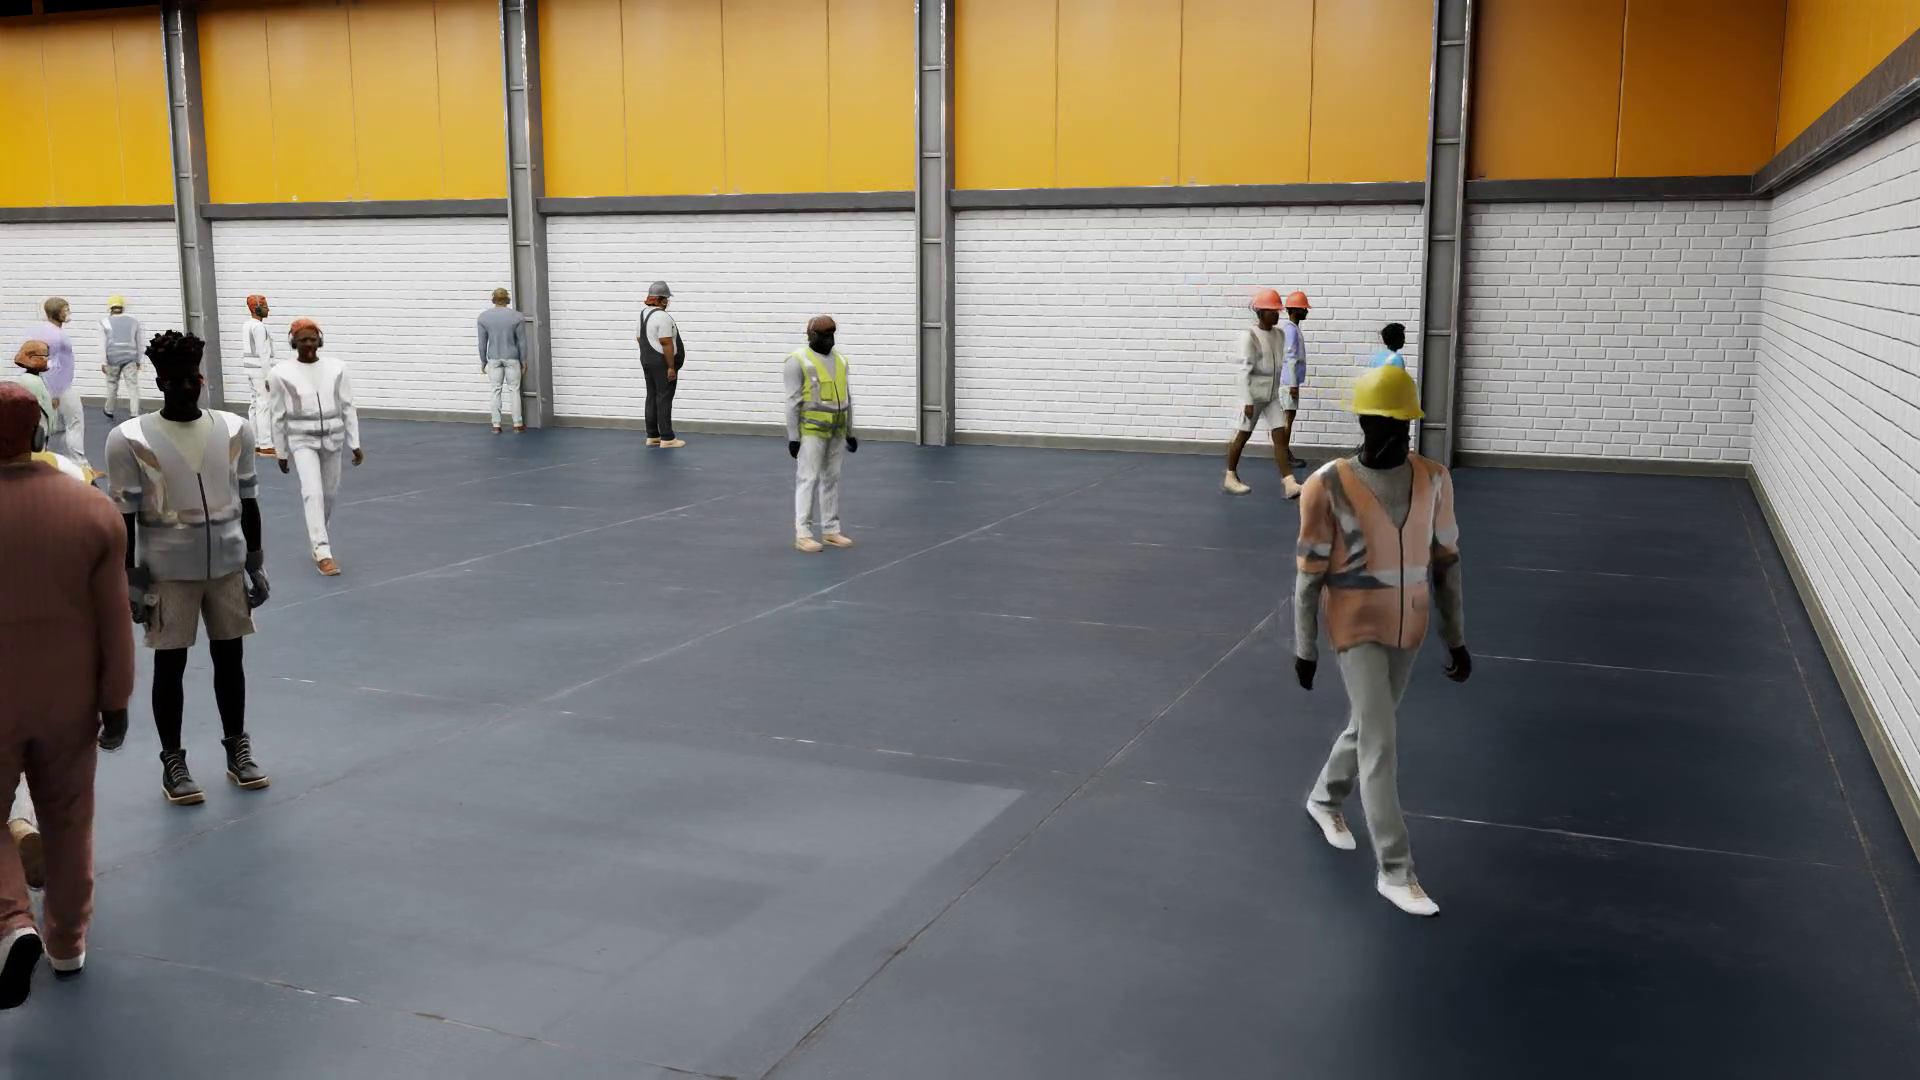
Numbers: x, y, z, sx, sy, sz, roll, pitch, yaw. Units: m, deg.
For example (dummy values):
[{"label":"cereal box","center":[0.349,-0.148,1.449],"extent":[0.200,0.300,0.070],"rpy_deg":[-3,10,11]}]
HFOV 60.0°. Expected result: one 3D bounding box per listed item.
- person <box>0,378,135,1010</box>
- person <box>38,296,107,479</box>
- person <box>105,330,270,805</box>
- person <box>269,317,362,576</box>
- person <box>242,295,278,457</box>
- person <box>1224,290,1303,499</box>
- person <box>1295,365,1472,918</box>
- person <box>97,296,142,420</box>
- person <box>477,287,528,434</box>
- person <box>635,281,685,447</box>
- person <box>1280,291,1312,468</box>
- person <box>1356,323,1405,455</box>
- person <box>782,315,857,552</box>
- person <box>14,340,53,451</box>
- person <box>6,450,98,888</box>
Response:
[{"label":"person","center":[-2.805,0.466,4.979],"extent":[0.650,1.886,0.645],"rpy_deg":[-7,12,-37]},{"label":"person","center":[-9.365,-1.553,17.130],"extent":[0.809,1.918,0.630],"rpy_deg":[-6,11,-31]},{"label":"person","center":[-3.198,0.108,6.932],"extent":[0.374,1.961,0.604],"rpy_deg":[9,13,44]},{"label":"person","center":[-4.739,-0.706,12.195],"extent":[0.575,1.857,0.903],"rpy_deg":[-8,12,-39]},{"label":"person","center":[-8.159,-1.914,19.420],"extent":[0.356,1.883,0.572],"rpy_deg":[-8,12,-40]},{"label":"person","center":[2.920,-1.388,15.905],"extent":[0.630,1.985,1.077],"rpy_deg":[-7,11,-35]},{"label":"person","center":[1.504,0.303,6.015],"extent":[0.603,1.904,0.860],"rpy_deg":[-4,10,-21]},{"label":"person","center":[-11.987,-2.577,23.708],"extent":[0.605,1.786,0.908],"rpy_deg":[-8,13,-42]},{"label":"person","center":[-6.035,-2.368,22.005],"extent":[0.635,1.936,0.355],"rpy_deg":[-1,9,-6]},{"label":"person","center":[-3.644,-2.161,20.437],"extent":[0.539,2.000,0.689],"rpy_deg":[-7,12,-38]},{"label":"person","center":[3.688,-1.767,18.363],"extent":[0.356,1.936,0.551],"rpy_deg":[1,9,8]},{"label":"person","center":[4.287,-1.354,16.722],"extent":[0.887,1.654,0.533],"rpy_deg":[0,9,-1]},{"label":"person","center":[-1.089,-0.841,13.048],"extent":[0.429,1.841,0.642],"rpy_deg":[8,13,42]},{"label":"person","center":[-7.355,-0.778,13.289],"extent":[0.269,1.631,0.507],"rpy_deg":[-6,11,-31]},{"label":"person","center":[-3.332,0.353,5.901],"extent":[0.648,1.816,0.715],"rpy_deg":[-7,12,-38]}]
